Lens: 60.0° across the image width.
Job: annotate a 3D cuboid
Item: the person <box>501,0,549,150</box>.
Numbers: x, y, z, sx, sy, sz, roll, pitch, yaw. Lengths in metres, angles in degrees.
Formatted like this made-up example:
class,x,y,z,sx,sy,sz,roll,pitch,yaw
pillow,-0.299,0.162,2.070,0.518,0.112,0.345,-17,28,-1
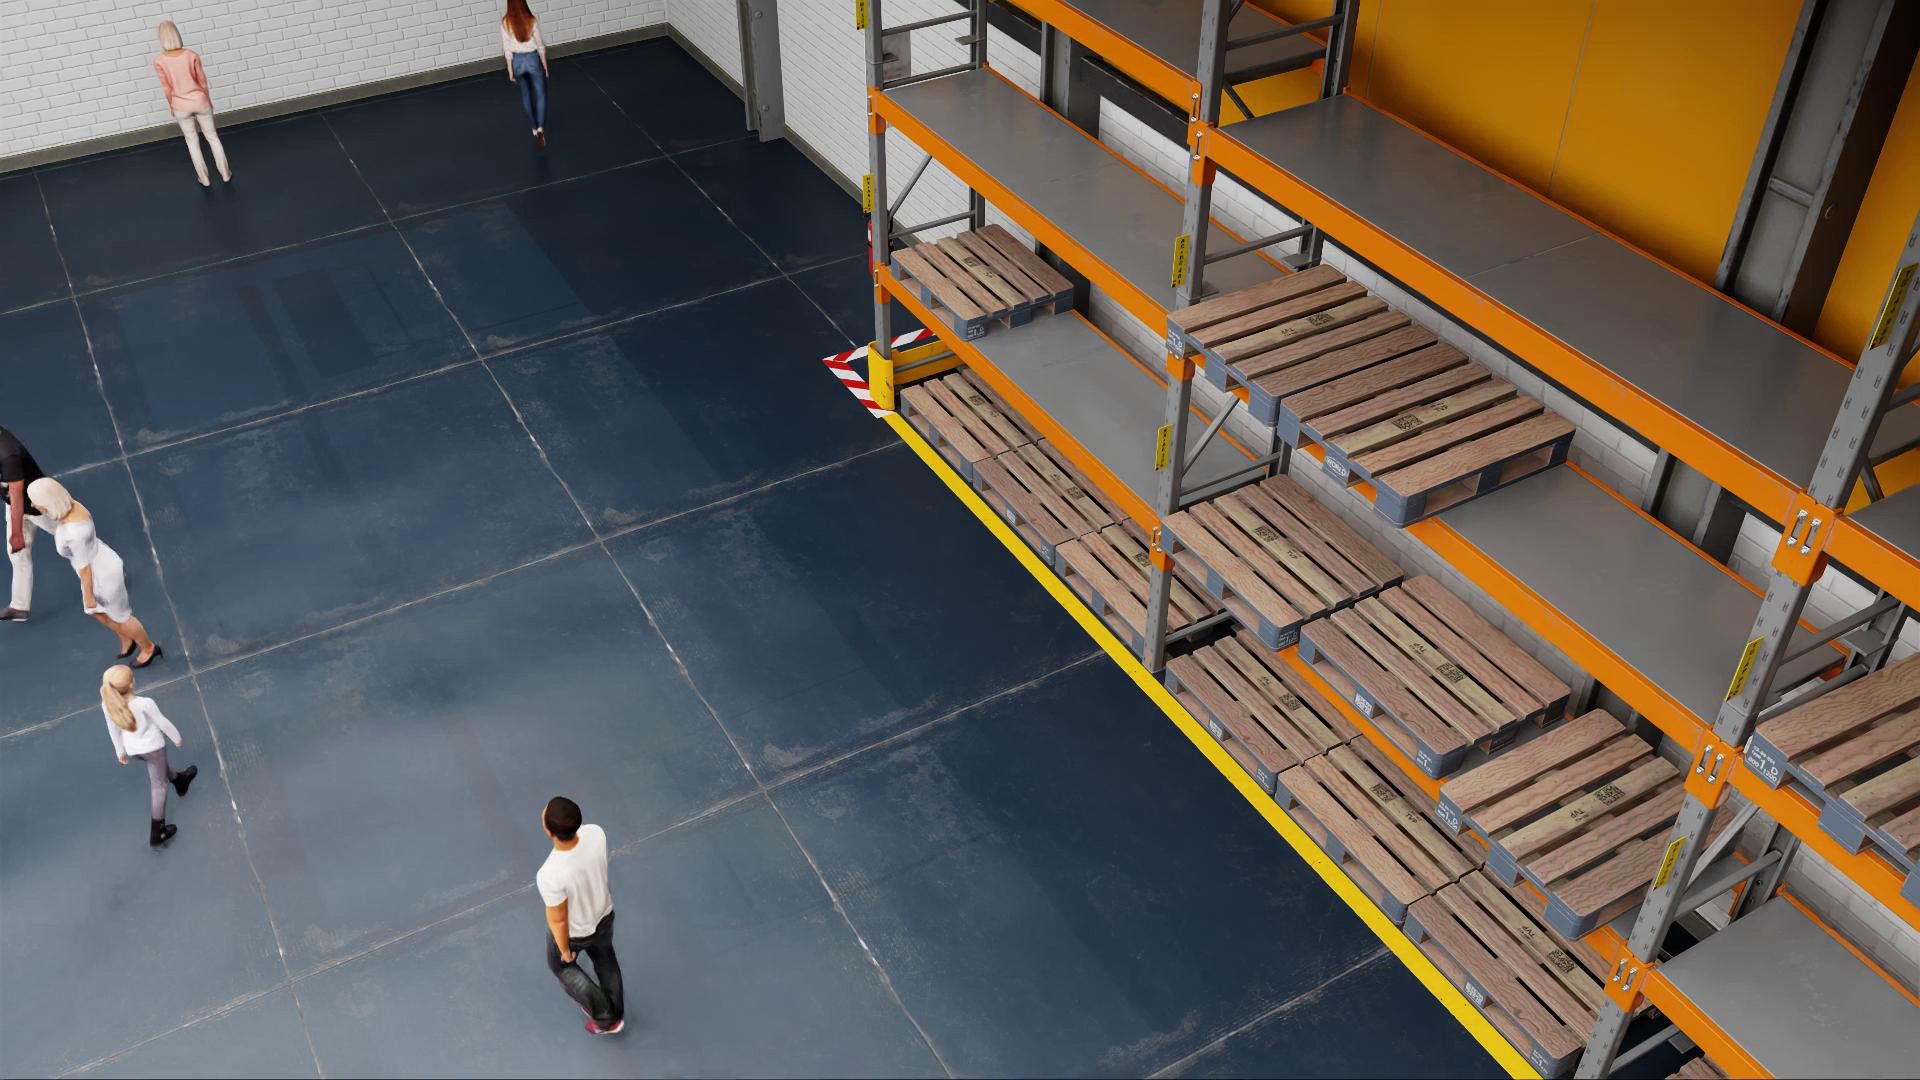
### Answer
class,x,y,z,sx,sy,sz,roll,pitch,yaw
person,-4.618,-5.024,17.750,0.820,1.709,1.086,-6,39,-8

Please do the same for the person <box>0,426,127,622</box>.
class,x,y,z,sx,sy,sz,roll,pitch,yaw
person,-6.435,-0.249,11.748,1.257,1.739,1.026,26,46,29

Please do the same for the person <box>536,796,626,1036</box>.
class,x,y,z,sx,sy,sz,roll,pitch,yaw
person,-1.940,2.049,8.828,0.805,1.792,0.771,22,44,25

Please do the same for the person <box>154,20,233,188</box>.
class,x,y,z,sx,sy,sz,roll,pitch,yaw
person,-7.892,-4.475,17.051,0.600,1.725,0.518,-18,42,-21

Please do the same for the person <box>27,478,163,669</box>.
class,x,y,z,sx,sy,sz,roll,pitch,yaw
person,-5.694,0.221,11.174,0.663,1.722,0.533,-15,41,-18

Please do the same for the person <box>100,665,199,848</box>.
class,x,y,z,sx,sy,sz,roll,pitch,yaw
person,-5.002,1.321,10.173,0.834,1.250,0.956,4,39,5
